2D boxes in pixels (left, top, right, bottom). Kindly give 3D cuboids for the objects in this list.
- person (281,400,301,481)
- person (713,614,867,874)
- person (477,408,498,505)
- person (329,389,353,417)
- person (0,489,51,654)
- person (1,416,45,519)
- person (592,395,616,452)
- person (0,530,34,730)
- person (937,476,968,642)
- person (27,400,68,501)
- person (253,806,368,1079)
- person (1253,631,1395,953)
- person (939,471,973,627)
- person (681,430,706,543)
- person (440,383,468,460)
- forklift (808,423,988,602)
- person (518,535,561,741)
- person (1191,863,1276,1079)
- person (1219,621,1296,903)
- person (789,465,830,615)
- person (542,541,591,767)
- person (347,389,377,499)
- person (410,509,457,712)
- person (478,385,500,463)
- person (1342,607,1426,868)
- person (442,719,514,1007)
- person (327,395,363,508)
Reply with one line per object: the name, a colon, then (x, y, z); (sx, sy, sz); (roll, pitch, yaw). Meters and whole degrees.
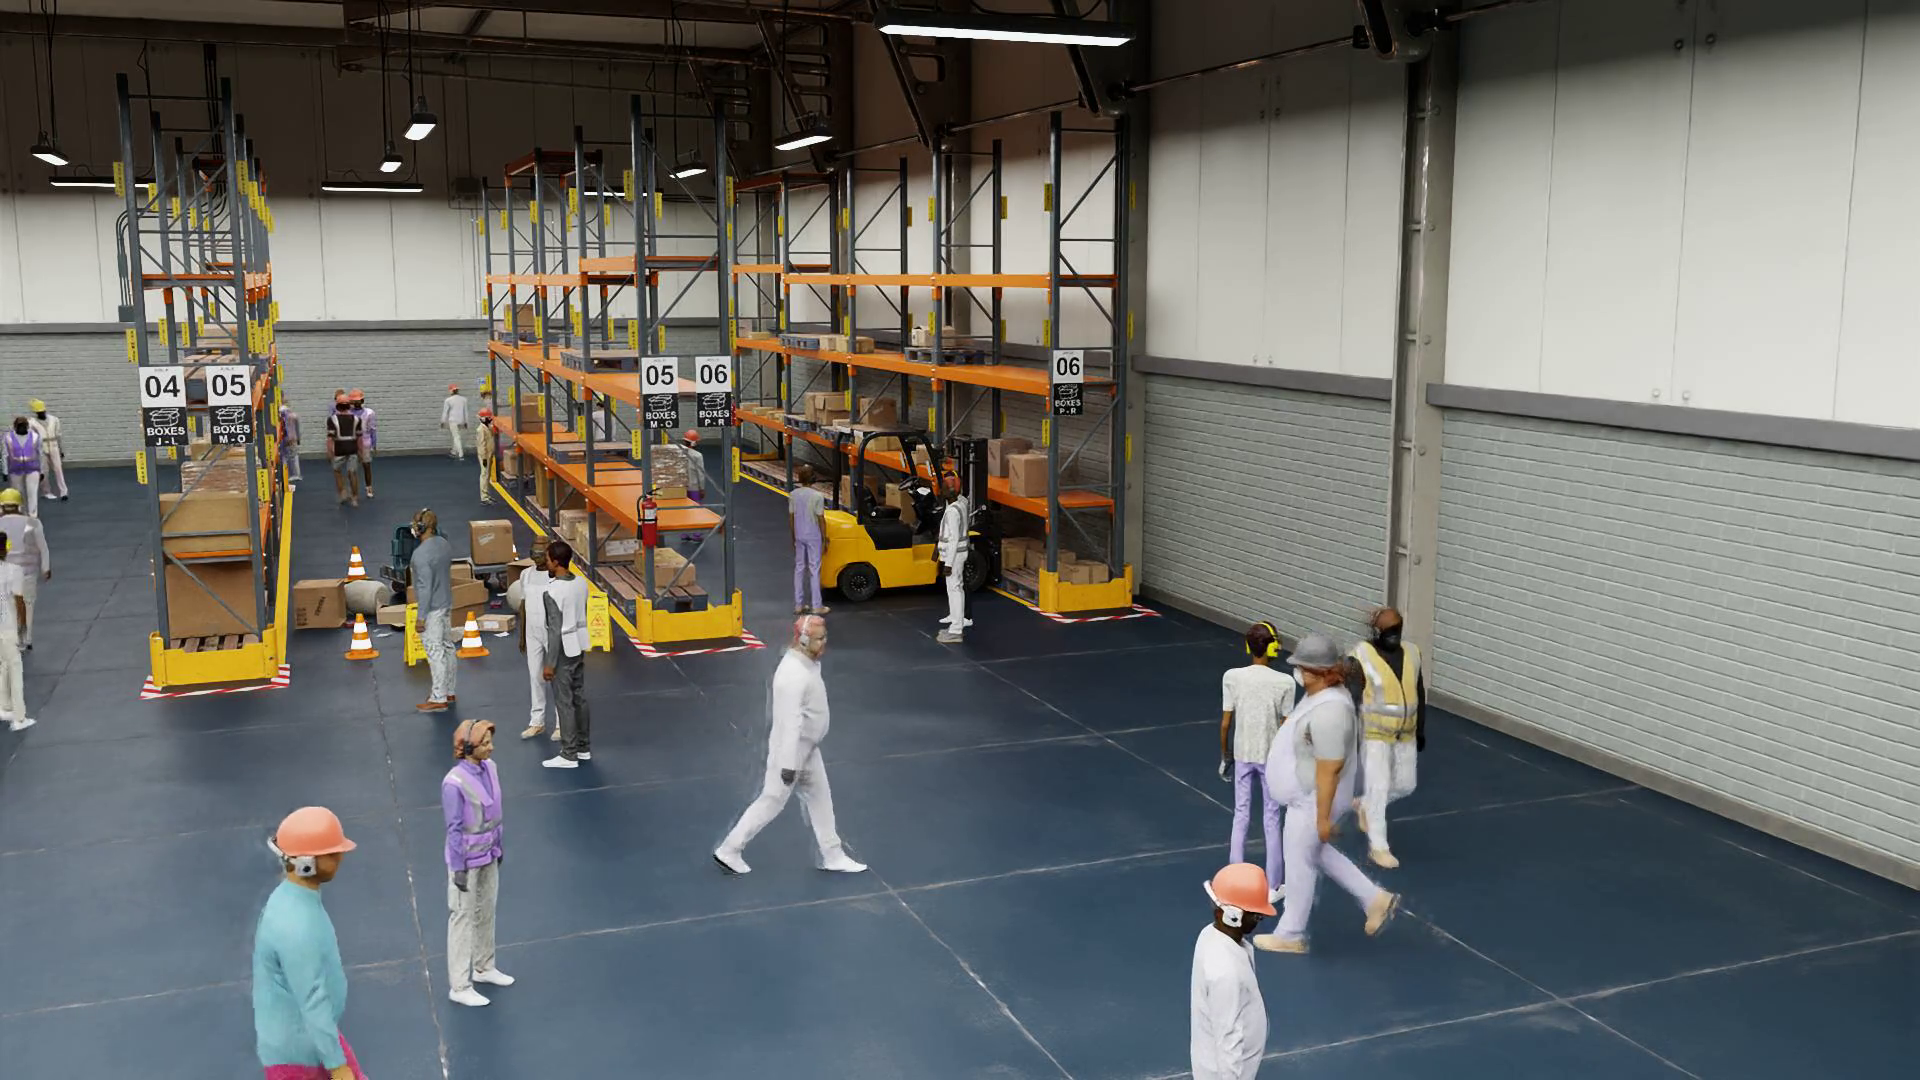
person: (-13.528, -1.996, 33.459); (0.514, 1.645, 0.309); (-6, 11, -35)
person: (-1.196, 1.412, 11.384); (1.013, 1.856, 0.649); (0, 9, 3)
person: (-8.562, -1.520, 30.115); (0.329, 1.750, 0.572); (-1, 9, -6)
person: (-13.617, -2.497, 36.646); (0.523, 1.634, 0.281); (-4, 10, -21)
person: (-10.406, 0.323, 18.406); (0.598, 1.784, 0.923); (-3, 10, -19)
person: (-15.551, -1.161, 27.637); (0.633, 1.821, 0.778); (-5, 10, -28)
person: (-7.104, -2.001, 33.110); (0.522, 1.768, 0.312); (-4, 10, -23)
person: (-8.755, 0.815, 15.230); (0.536, 1.832, 0.575); (0, 9, -1)
person: (-0.087, 0.211, 18.810); (0.348, 1.883, 0.583); (1, 9, 6)
person: (-16.720, -1.632, 30.477); (0.631, 1.862, 0.971); (-9, 12, -43)
person: (-2.623, 2.065, 6.892); (0.779, 1.962, 0.627); (-2, 9, -15)
person: (2.226, 1.521, 10.074); (0.761, 2.000, 0.690); (3, 9, 16)
person: (-0.048, 0.100, 19.607); (0.327, 1.861, 0.505); (-5, 10, -27)
person: (-4.160, -0.833, 25.785); (0.564, 1.753, 0.336); (6, 11, 34)
person: (-11.437, -2.667, 37.441); (0.818, 1.719, 0.572); (6, 11, 31)
forklift: (-0.830, -0.399, 21.676); (2.313, 2.155, 1.214); (-4, 10, -21)
person: (-3.697, 0.868, 14.793); (0.514, 1.846, 0.339); (2, 9, 15)
person: (1.119, 2.176, 6.874); (0.333, 1.744, 0.559); (1, 9, 3)
person: (1.969, 1.463, 10.994); (0.516, 1.865, 0.325); (4, 10, 23)
person: (-1.838, 0.001, 20.253); (0.509, 1.846, 0.342); (5, 10, 26)
person: (-3.312, 0.958, 14.003); (0.377, 1.917, 0.599); (2, 9, 14)
person: (-11.113, -1.769, 30.776); (0.611, 2.043, 0.374); (-4, 10, -23)
person: (-5.007, 0.665, 15.779); (0.375, 1.940, 0.627); (1, 9, 5)
person: (-10.441, -2.557, 36.719); (0.583, 1.737, 0.534); (1, 9, 4)
person: (2.982, 1.357, 11.784); (0.644, 1.823, 0.612); (-4, 10, -24)
person: (-2.767, 1.819, 9.494); (0.314, 1.632, 0.522); (2, 9, 13)
person: (-10.987, -1.579, 29.668); (0.692, 2.013, 0.639); (-7, 12, -38)
